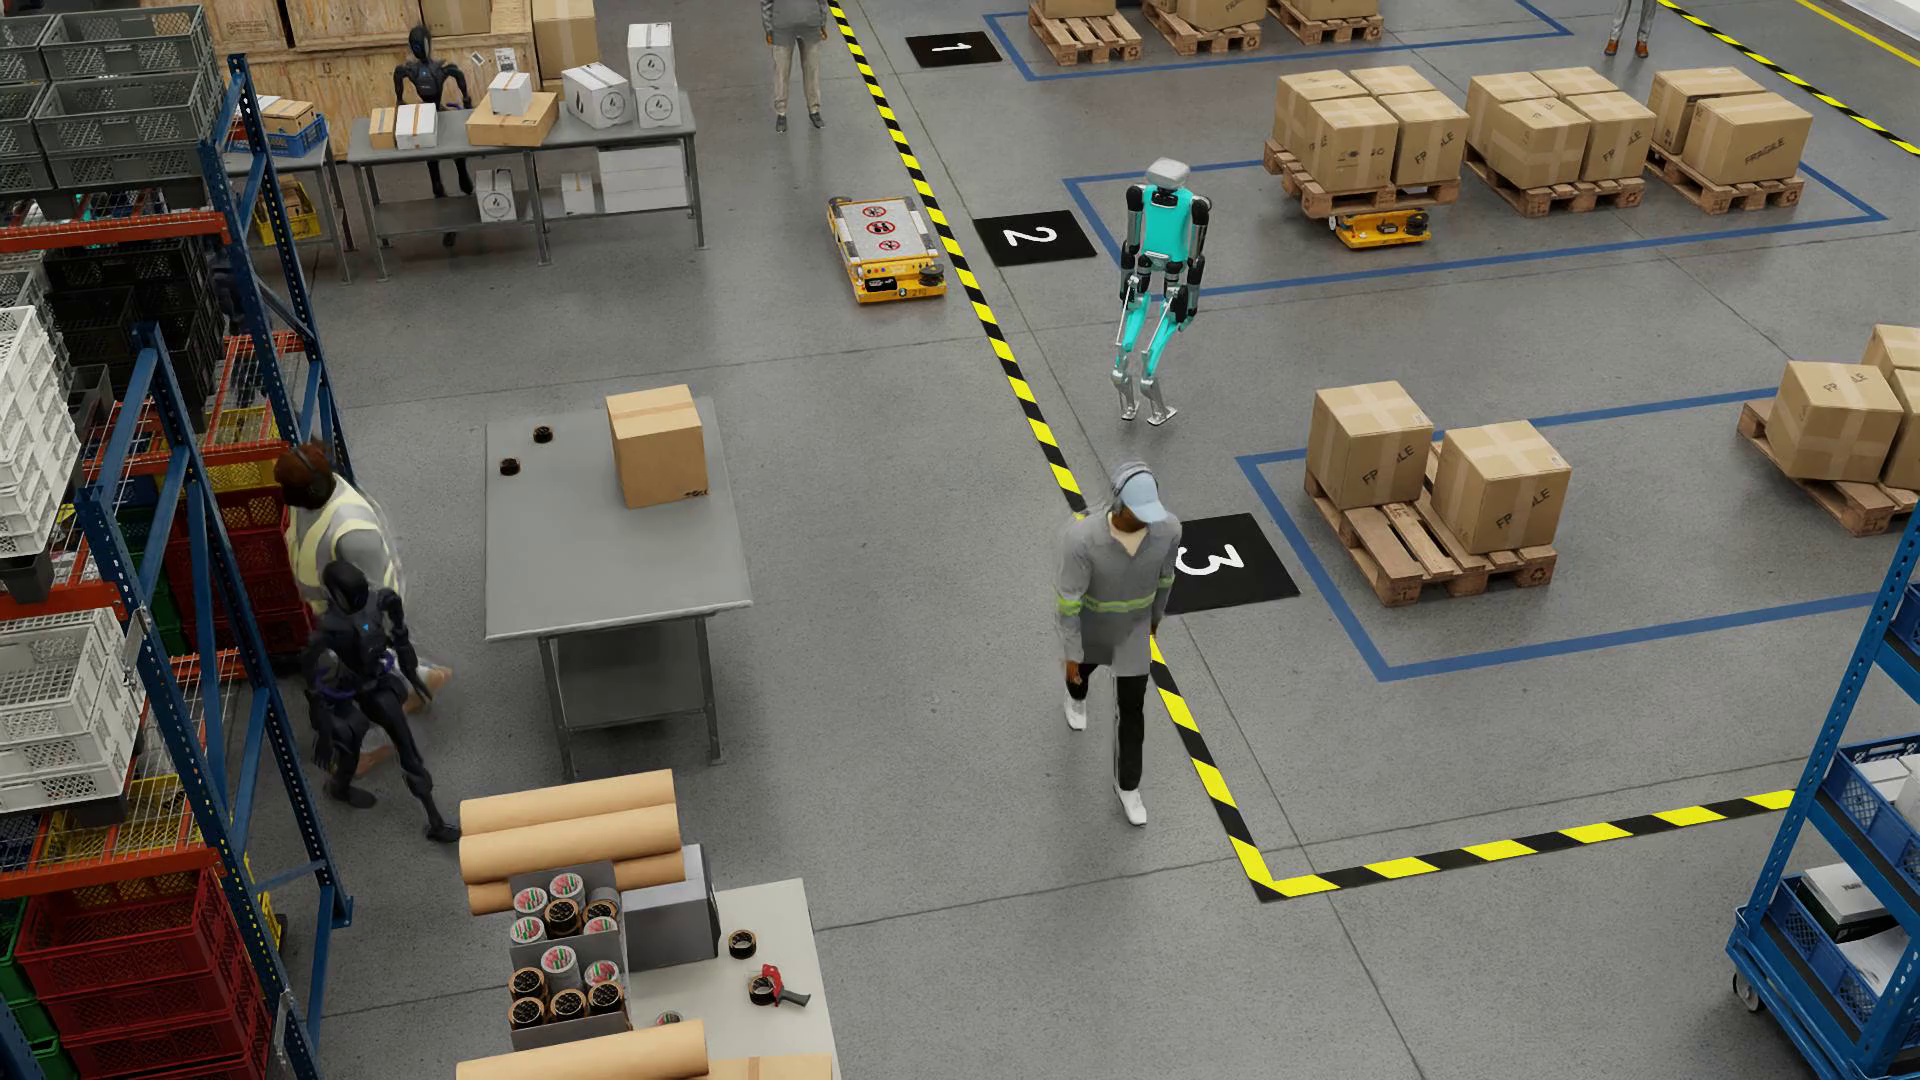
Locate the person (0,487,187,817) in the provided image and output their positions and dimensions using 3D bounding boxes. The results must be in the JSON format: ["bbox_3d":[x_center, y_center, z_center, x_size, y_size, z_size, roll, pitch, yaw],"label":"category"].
[{"bbox_3d":[-3.940,0.517,7.551,0.597,1.827,0.403,4,37,6],"label":"person"}]

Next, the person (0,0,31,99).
[{"bbox_3d":[-8.431,-4.544,14.257,0.405,1.942,0.614,8,37,11],"label":"person"}]

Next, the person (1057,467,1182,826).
[{"bbox_3d":[0.717,0.370,7.779,0.594,1.798,0.999,-6,37,-7],"label":"person"}]

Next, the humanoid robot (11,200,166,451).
[{"bbox_3d":[-5.023,-1.140,9.825,0.731,1.757,0.532,16,39,20],"label":"humanoid robot"}]

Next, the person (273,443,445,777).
[{"bbox_3d":[-2.862,0.290,7.861,0.595,1.816,0.645,-27,44,-31],"label":"person"}]

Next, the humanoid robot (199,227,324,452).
[{"bbox_3d":[-4.325,-1.169,9.978,0.753,1.628,0.598,-10,38,-13],"label":"humanoid robot"}]

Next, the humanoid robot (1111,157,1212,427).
[{"bbox_3d":[1.137,-1.428,10.130,0.533,1.677,0.735,18,40,23],"label":"humanoid robot"}]

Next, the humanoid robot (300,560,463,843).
[{"bbox_3d":[-2.686,0.703,7.482,0.845,1.604,0.610,21,42,26],"label":"humanoid robot"}]

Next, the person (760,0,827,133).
[{"bbox_3d":[-1.399,-4.355,14.152,0.571,1.764,0.403,-9,38,-12],"label":"person"}]

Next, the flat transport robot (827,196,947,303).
[{"bbox_3d":[-0.570,-2.220,12.538,0.659,0.231,1.431,-8,37,-10],"label":"flat transport robot"}]

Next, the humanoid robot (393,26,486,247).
[{"bbox_3d":[-3.916,-3.107,12.602,0.600,1.646,0.768,-4,37,-6],"label":"humanoid robot"}]

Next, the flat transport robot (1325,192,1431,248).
[{"bbox_3d":[3.134,-2.740,13.213,0.652,0.197,1.431,-8,37,-10],"label":"flat transport robot"}]

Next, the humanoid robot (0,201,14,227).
[{"bbox_3d":[-5.736,-1.529,10.433,0.600,1.639,0.378,27,44,31],"label":"humanoid robot"}]

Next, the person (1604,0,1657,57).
[{"bbox_3d":[6.463,-5.479,15.565,0.590,1.883,0.352,9,38,12],"label":"person"}]

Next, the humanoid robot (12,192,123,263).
[{"bbox_3d":[-5.262,-1.379,10.101,0.530,1.703,0.734,-15,39,-19],"label":"humanoid robot"}]
